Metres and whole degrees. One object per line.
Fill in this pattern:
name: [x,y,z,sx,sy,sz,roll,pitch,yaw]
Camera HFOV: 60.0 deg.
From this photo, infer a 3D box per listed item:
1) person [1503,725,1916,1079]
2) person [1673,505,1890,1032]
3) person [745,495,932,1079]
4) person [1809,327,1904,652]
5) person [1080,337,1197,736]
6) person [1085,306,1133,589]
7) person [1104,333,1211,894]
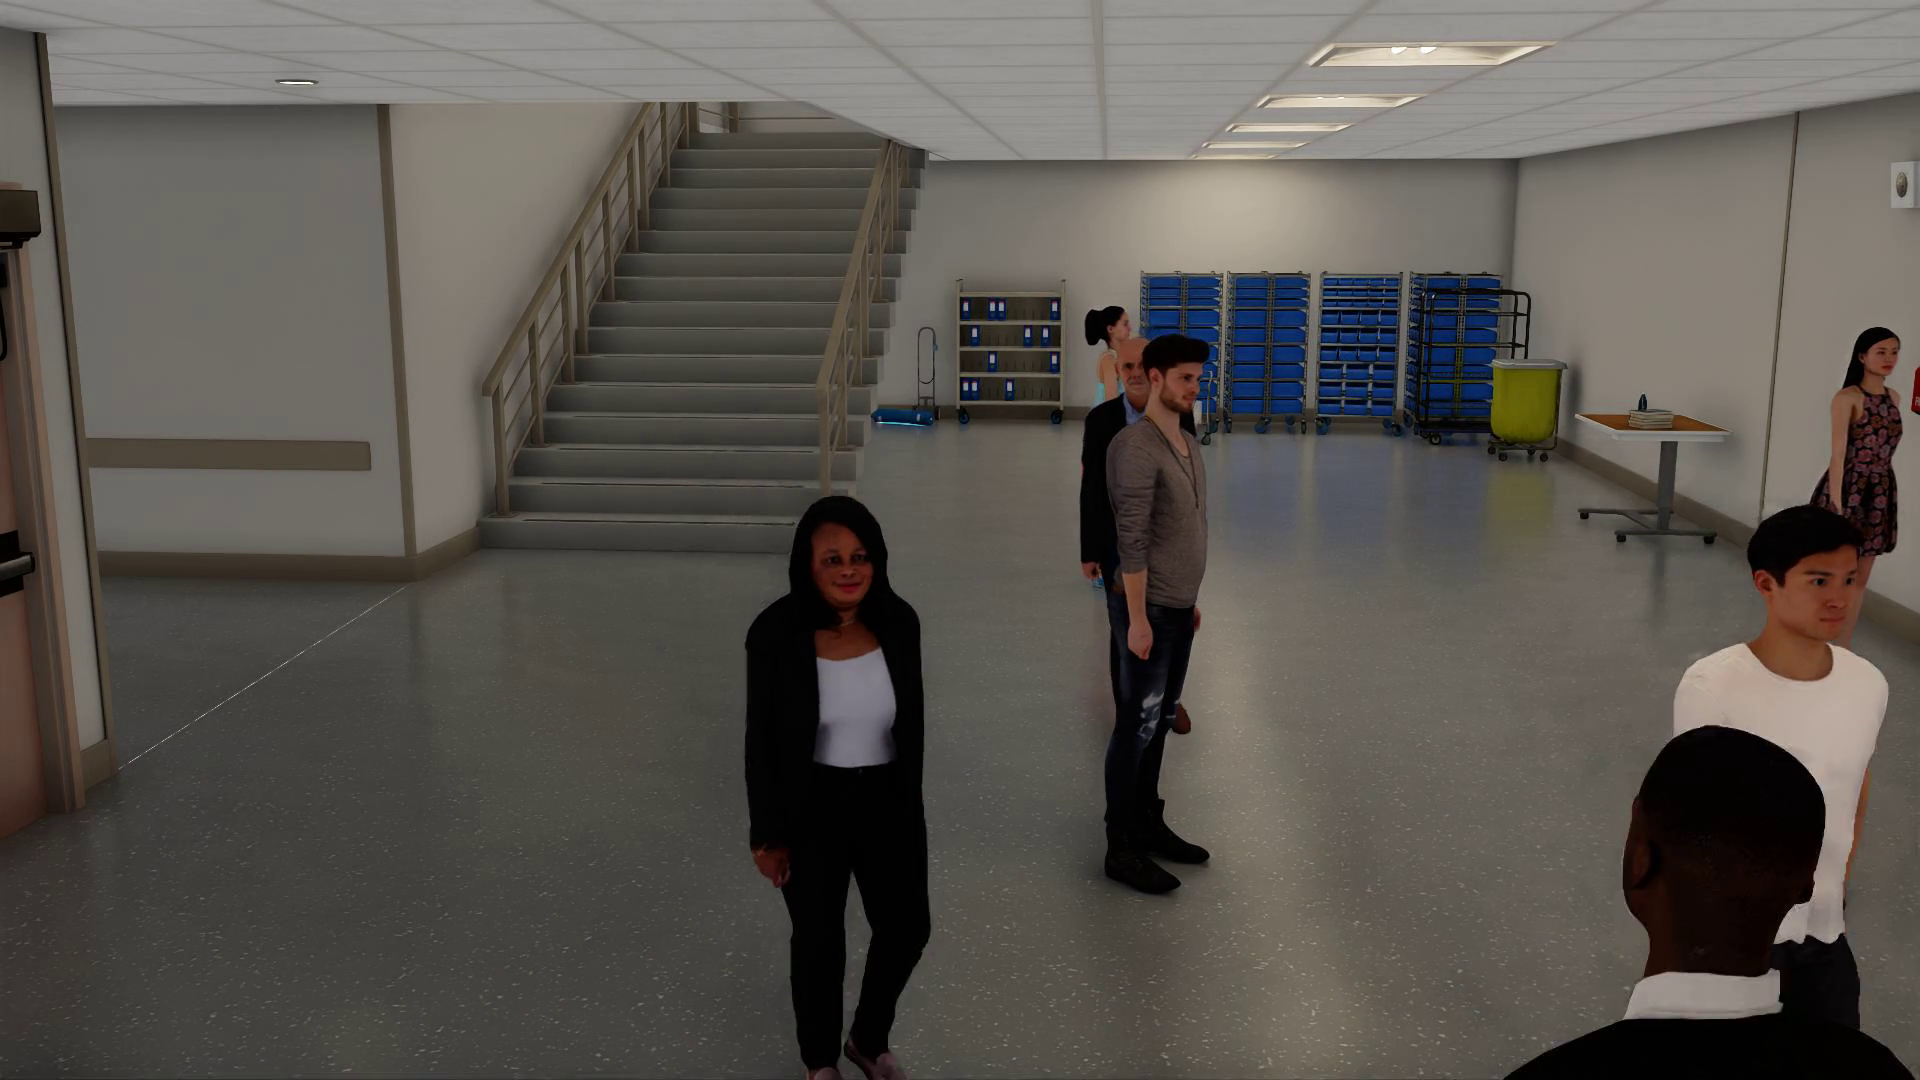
person: [0.726,1.111,1.540,1.009,1.757,1.308,-4,11,-18]
person: [1.647,0.761,3.539,0.701,1.700,0.907,0,11,-2]
person: [-0.335,0.670,4.274,0.776,1.604,0.800,-5,12,-24]
person: [4.416,-0.158,8.182,0.791,1.774,0.828,-5,12,-24]
person: [0.790,0.002,7.308,0.691,1.786,0.627,0,11,-1]
person: [0.957,-0.588,10.476,0.657,1.764,0.530,2,11,9]
person: [0.669,0.231,5.794,0.833,1.901,0.670,6,12,28]
